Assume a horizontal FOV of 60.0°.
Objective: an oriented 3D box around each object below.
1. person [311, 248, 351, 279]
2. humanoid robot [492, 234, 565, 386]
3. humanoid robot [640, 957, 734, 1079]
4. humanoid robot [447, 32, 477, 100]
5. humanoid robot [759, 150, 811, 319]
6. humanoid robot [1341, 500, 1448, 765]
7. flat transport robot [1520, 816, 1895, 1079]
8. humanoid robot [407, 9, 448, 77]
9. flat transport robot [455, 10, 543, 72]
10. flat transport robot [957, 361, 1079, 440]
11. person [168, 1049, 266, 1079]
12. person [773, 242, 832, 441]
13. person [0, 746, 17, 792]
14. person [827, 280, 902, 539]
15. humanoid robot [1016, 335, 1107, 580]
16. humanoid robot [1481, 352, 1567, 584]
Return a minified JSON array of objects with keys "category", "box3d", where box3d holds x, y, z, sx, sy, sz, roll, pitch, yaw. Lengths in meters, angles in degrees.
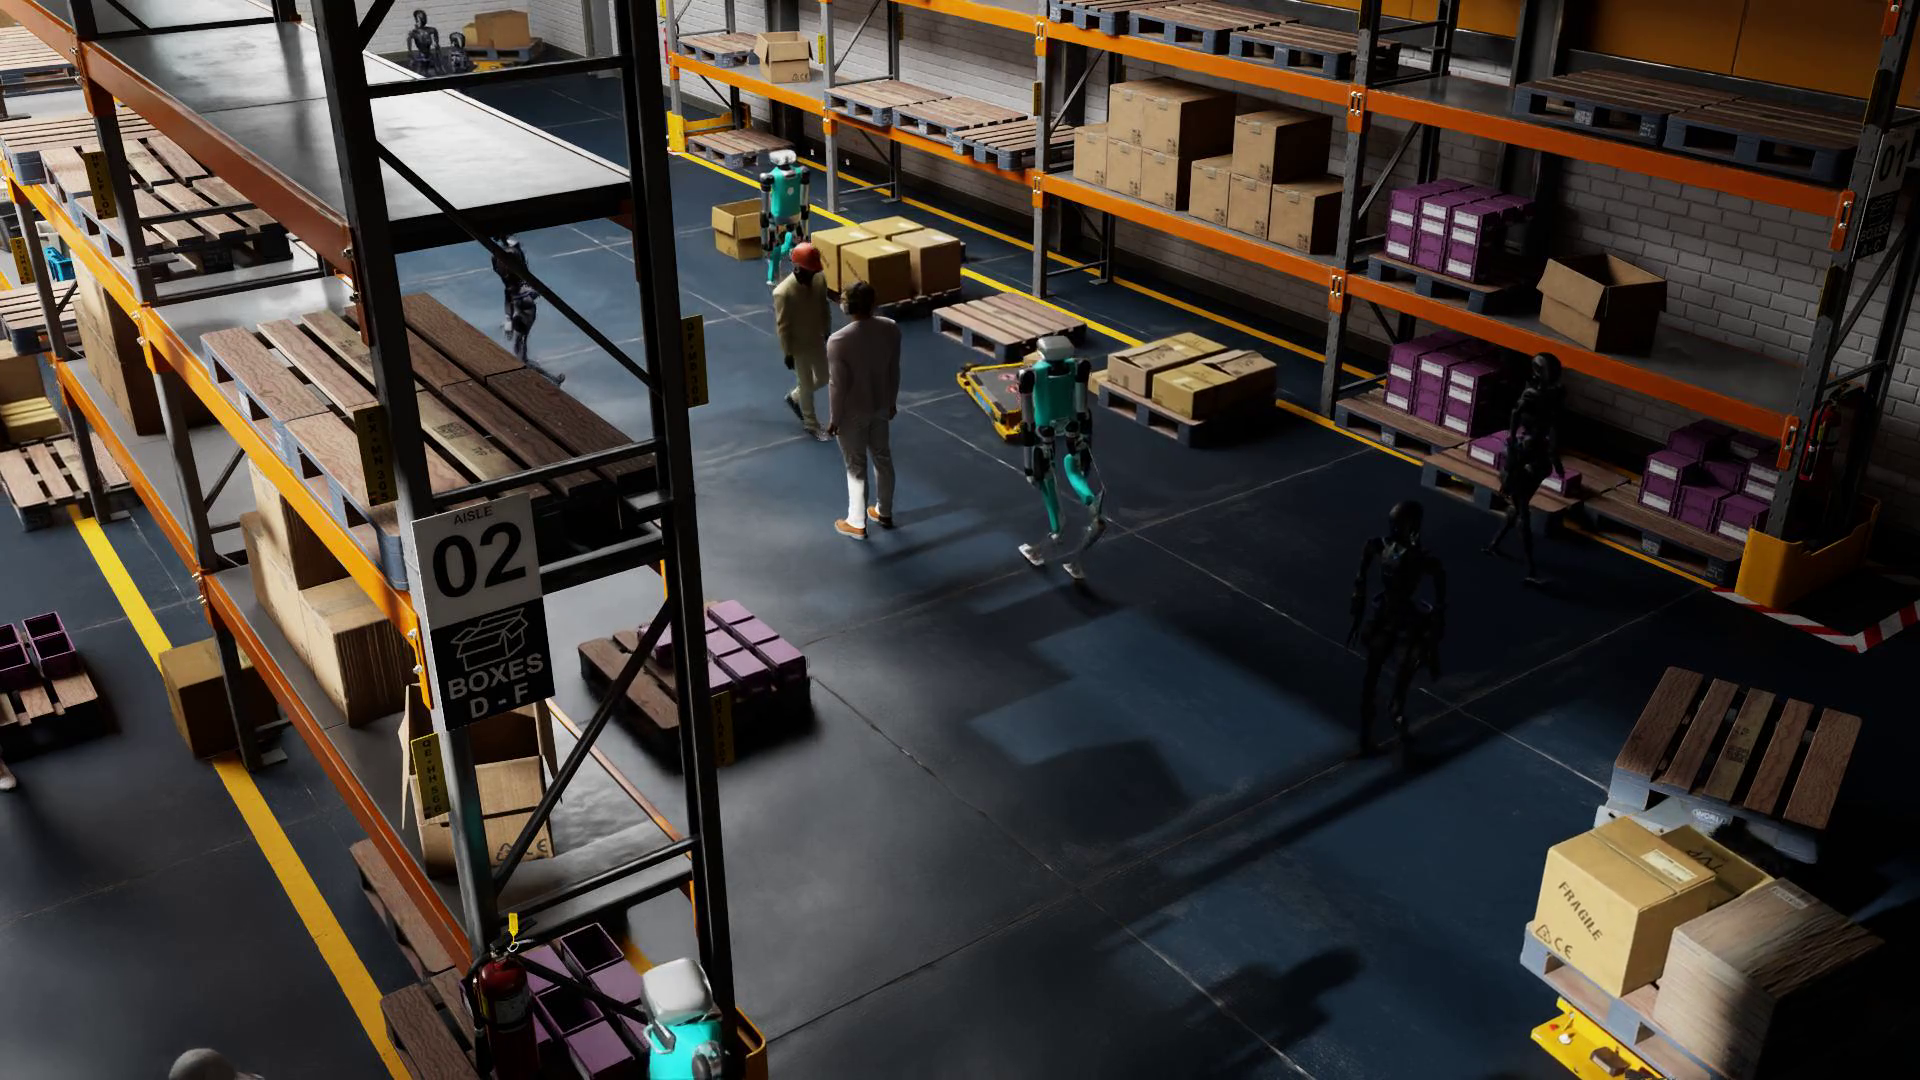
[{"category":"person","box3d":[-5.119,-1.908,13.909,0.489,1.955,0.417,3,27,6]},{"category":"humanoid robot","box3d":[-3.771,-2.038,14.476,0.471,1.633,0.594,-2,27,-4]},{"category":"humanoid robot","box3d":[-1.117,2.288,5.817,1.010,1.742,0.540,-17,31,-29]},{"category":"humanoid robot","box3d":[-6.651,-5.985,22.353,0.752,1.626,0.609,0,27,-1]},{"category":"humanoid robot","box3d":[-1.803,-2.962,16.267,0.533,1.790,0.832,-18,32,-31]},{"category":"humanoid robot","box3d":[2.456,0.538,9.370,0.616,1.658,0.404,23,35,38]},{"category":"flat transport robot","box3d":[3.392,2.187,7.638,1.431,0.231,0.659,-14,30,-26]},{"category":"humanoid robot","box3d":[-7.649,-6.805,23.968,0.612,1.635,0.591,19,32,33]},{"category":"flat transport robot","box3d":[-7.706,-8.057,28.013,0.659,0.231,1.431,0,27,1]},{"category":"flat transport robot","box3d":[0.487,-1.240,14.453,0.659,0.231,1.431,-8,28,-15]},{"category":"person","box3d":[-2.438,2.366,5.688,0.963,1.703,0.718,4,27,8]},{"category":"person","box3d":[-1.283,-1.642,13.635,0.541,1.712,0.604,20,33,34]},{"category":"person","box3d":[-5.603,0.579,9.014,0.642,1.908,0.414,-20,33,-34]},{"category":"person","box3d":[-0.698,-0.943,12.006,0.635,1.939,0.364,-22,34,-37]},{"category":"humanoid robot","box3d":[0.727,-0.485,11.312,0.542,1.735,0.975,-11,29,-22]},{"category":"humanoid robot","box3d":[3.992,-0.510,11.466,0.615,1.633,0.718,-18,32,-32]}]
